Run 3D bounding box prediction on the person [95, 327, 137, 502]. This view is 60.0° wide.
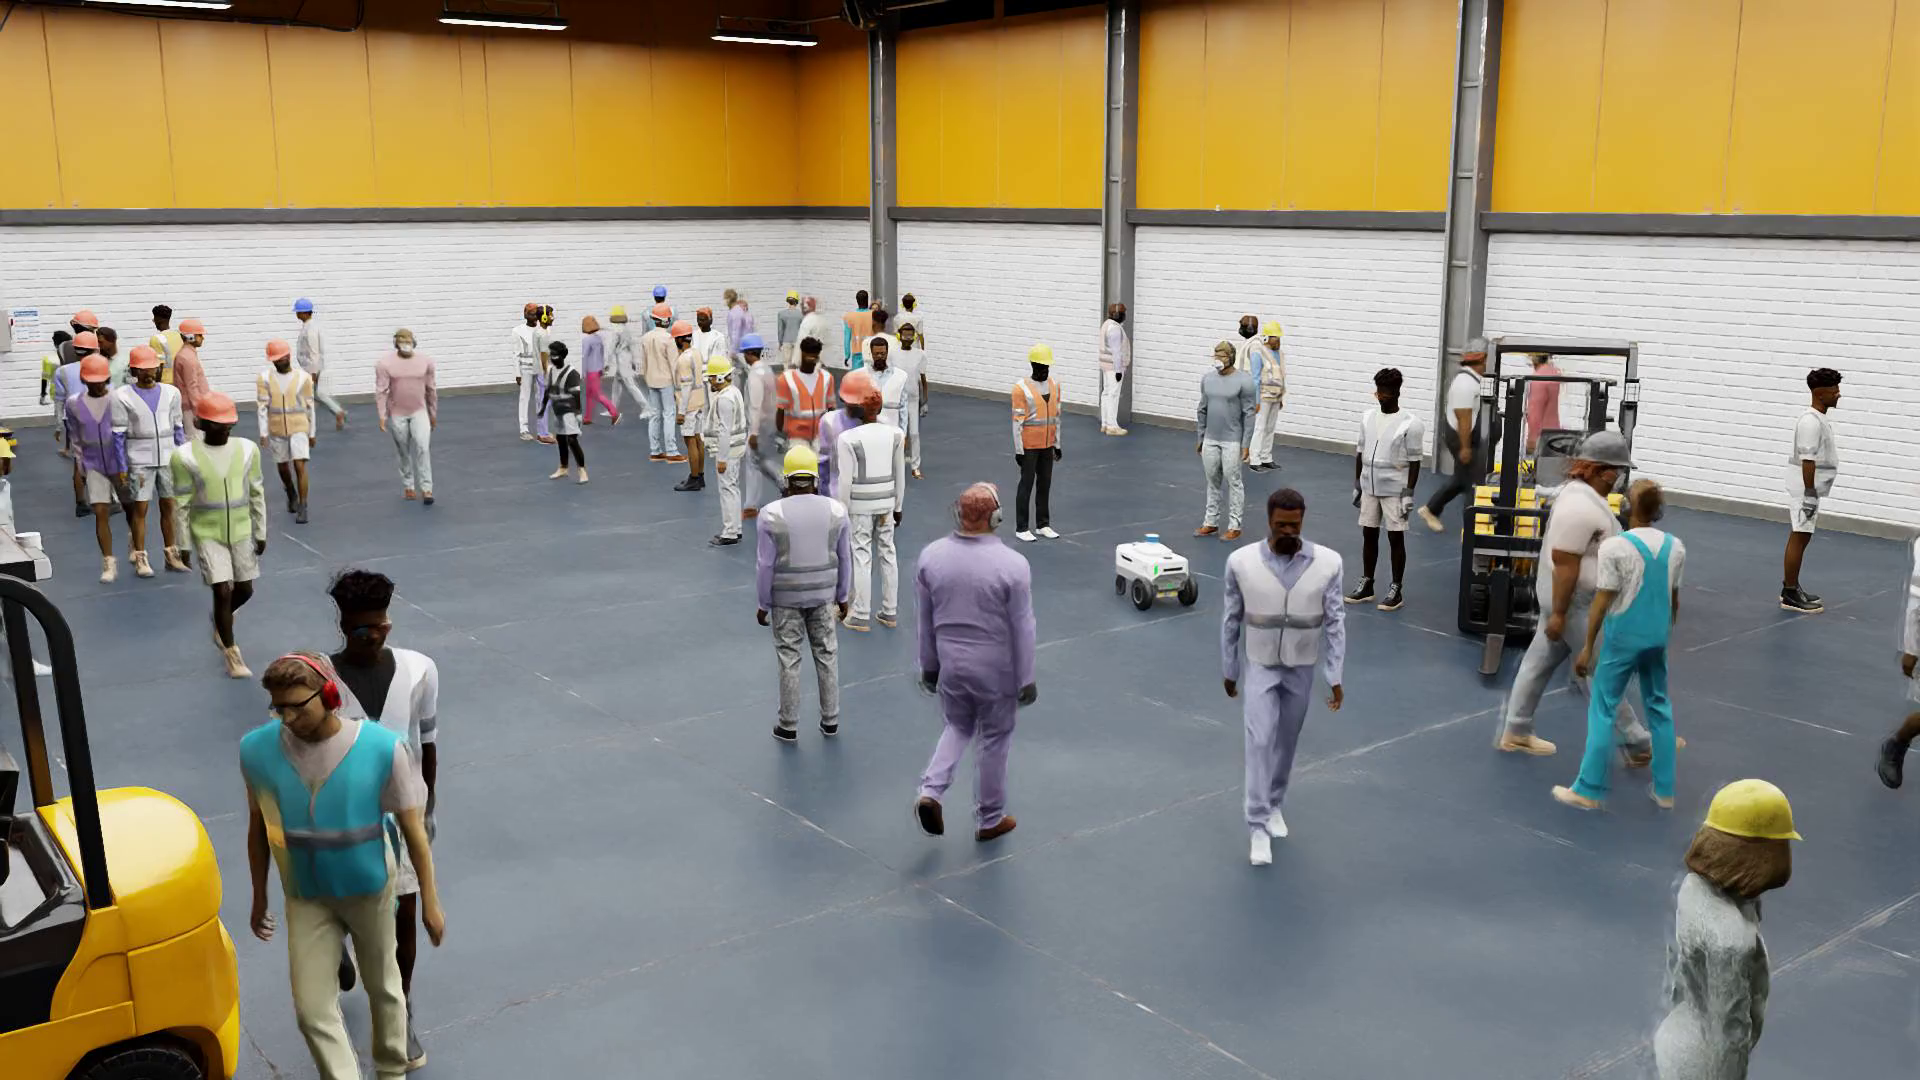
[{"bbox_3d":[-9.284,-1.375,18.216,0.615,1.902,0.579,7,14,32],"label":"person"}]

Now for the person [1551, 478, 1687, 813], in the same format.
[{"bbox_3d":[3.629,0.582,9.002,0.677,1.814,0.401,-3,12,-13],"label":"person"}]

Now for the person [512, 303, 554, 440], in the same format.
[{"bbox_3d":[-5.848,-2.308,22.793,0.574,1.876,0.355,-10,16,-41],"label":"person"}]

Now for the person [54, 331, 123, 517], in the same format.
[{"bbox_3d":[-9.107,-1.205,17.333,0.650,1.924,0.418,-2,12,-11],"label":"person"}]

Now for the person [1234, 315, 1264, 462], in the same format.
[{"bbox_3d":[3.624,-1.902,20.908,0.430,1.843,0.625,0,12,1],"label":"person"}]

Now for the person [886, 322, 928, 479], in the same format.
[{"bbox_3d":[-0.633,-1.629,19.558,0.511,1.860,0.341,-1,12,-6],"label":"person"}]

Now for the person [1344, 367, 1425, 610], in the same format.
[{"bbox_3d":[3.431,-0.420,13.449,0.367,1.964,0.604,-10,15,-40],"label":"person"}]

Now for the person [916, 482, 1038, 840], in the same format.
[{"bbox_3d":[0.077,0.645,8.478,0.652,1.890,0.550,7,14,31],"label":"person"}]

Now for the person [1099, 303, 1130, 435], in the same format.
[{"bbox_3d":[2.172,-2.403,23.325,0.429,1.841,0.634,-2,12,-8],"label":"person"}]

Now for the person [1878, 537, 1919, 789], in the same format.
[{"bbox_3d":[5.324,0.538,8.937,0.566,1.917,0.574,-1,12,-3],"label":"person"}]

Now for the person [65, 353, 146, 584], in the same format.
[{"bbox_3d":[-7.469,-0.673,14.647,0.621,1.989,1.042,-3,12,-14],"label":"person"}]

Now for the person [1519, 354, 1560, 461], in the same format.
[{"bbox_3d":[5.793,-1.045,16.567,0.485,1.924,0.677,7,13,30],"label":"person"}]

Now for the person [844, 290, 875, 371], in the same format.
[{"bbox_3d":[-1.450,-2.792,25.027,0.589,1.915,0.399,-2,12,-8],"label":"person"}]

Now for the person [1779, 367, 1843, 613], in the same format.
[{"bbox_3d":[6.854,-0.409,13.406,0.366,1.960,0.603,6,13,26],"label":"person"}]

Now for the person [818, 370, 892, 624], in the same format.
[{"bbox_3d":[-0.830,-0.315,12.822,0.634,2.007,0.621,2,12,12],"label":"person"}]

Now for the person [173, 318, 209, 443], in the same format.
[{"bbox_3d":[-8.489,-1.465,18.460,0.410,1.987,0.608,-7,13,-29],"label":"person"}]

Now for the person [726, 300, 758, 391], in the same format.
[{"bbox_3d":[-3.556,-3.095,27.174,0.555,1.633,0.342,-4,12,-20],"label":"person"}]

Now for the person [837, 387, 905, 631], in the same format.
[{"bbox_3d":[-0.688,-0.239,12.772,0.576,1.884,0.354,-8,14,-33],"label":"person"}]

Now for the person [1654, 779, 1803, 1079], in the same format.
[{"bbox_3d":[2.069,1.507,4.724,0.491,1.727,0.508,4,12,18],"label":"person"}]

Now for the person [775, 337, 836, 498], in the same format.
[{"bbox_3d":[-1.565,-1.095,16.785,0.662,1.934,0.567,-6,13,-26],"label":"person"}]

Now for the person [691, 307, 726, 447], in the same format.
[{"bbox_3d":[-3.318,-2.112,21.844,0.579,1.880,0.354,8,14,33],"label":"person"}]

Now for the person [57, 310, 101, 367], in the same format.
[{"bbox_3d":[-9.980,-1.613,19.066,0.624,2.028,0.410,3,12,16],"label":"person"}]

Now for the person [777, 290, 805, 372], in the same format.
[{"bbox_3d":[-2.775,-3.283,27.760,0.532,1.768,0.311,1,12,3],"label":"person"}]

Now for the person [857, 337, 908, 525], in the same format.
[{"bbox_3d":[-0.812,-1.097,16.828,0.593,1.920,0.391,-2,12,-11],"label":"person"}]

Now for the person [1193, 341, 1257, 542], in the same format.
[{"bbox_3d":[2.553,-0.956,16.100,0.636,1.938,0.357,11,16,43],"label":"person"}]

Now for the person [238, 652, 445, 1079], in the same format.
[{"bbox_3d":[-2.133,1.253,5.748,0.691,1.797,0.728,-1,12,-4],"label":"person"}]

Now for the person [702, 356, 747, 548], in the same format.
[{"bbox_3d":[-2.235,-0.842,15.853,0.403,1.818,0.601,0,12,-1],"label":"person"}]

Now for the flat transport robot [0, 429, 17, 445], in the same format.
[{"bbox_3d":[-13.254,-1.406,22.321,1.431,0.197,0.652,11,16,43],"label":"flat transport robot"}]

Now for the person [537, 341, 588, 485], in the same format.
[{"bbox_3d":[-4.597,-1.487,19.344,0.679,1.664,0.420,10,15,40],"label":"person"}]

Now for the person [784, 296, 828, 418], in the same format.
[{"bbox_3d":[-2.252,-2.658,24.528,0.999,1.855,0.640,2,12,10],"label":"person"}]

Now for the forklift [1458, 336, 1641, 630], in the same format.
[{"bbox_3d":[4.683,-0.471,13.136,1.214,2.155,2.313,4,12,20],"label":"forklift"}]

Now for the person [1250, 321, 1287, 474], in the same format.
[{"bbox_3d":[3.726,-1.724,20.063,0.403,1.831,0.595,11,16,42],"label":"person"}]

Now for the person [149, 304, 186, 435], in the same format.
[{"bbox_3d":[-9.996,-1.996,21.056,0.364,1.964,0.612,3,12,13],"label":"person"}]

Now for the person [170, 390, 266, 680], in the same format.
[{"bbox_3d":[-5.184,-0.067,11.646,0.604,2.014,0.799,-10,16,-41],"label":"person"}]

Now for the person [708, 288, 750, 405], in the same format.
[{"bbox_3d":[-3.490,-3.044,26.351,1.075,1.878,0.638,-3,12,-13],"label":"person"}]

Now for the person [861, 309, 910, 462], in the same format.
[{"bbox_3d":[-0.979,-1.926,20.858,0.648,1.897,1.029,-7,14,-32],"label":"person"}]

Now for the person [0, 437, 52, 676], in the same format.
[{"bbox_3d":[-6.752,0.125,11.444,0.792,1.706,0.486,-2,12,-10],"label":"person"}]

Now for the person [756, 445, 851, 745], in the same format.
[{"bbox_3d":[-0.958,0.334,10.129,0.602,1.830,0.404,-5,13,-22],"label":"person"}]

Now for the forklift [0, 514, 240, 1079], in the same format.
[{"bbox_3d":[-3.687,1.115,5.480,2.313,2.155,1.214,-9,15,-36],"label":"forklift"}]

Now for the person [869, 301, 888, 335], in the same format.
[{"bbox_3d":[-1.389,-3.067,27.029,0.515,1.636,0.315,-7,14,-31],"label":"person"}]

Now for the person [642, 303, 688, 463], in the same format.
[{"bbox_3d":[-3.705,-1.954,20.784,0.609,1.995,0.378,9,15,37],"label":"person"}]

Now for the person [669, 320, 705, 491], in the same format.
[{"bbox_3d":[-3.090,-1.513,18.817,0.374,1.929,0.542,2,12,8],"label":"person"}]

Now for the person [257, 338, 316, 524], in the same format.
[{"bbox_3d":[-6.918,-1.153,17.163,0.546,1.897,0.845,-2,12,-10],"label":"person"}]

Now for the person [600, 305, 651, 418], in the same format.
[{"bbox_3d":[-5.011,-2.673,24.976,0.874,1.701,0.491,2,12,9],"label":"person"}]

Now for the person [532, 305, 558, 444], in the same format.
[{"bbox_3d":[-5.592,-2.230,22.443,0.335,1.864,0.505,-4,12,-19],"label":"person"}]

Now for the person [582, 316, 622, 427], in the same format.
[{"bbox_3d":[-5.255,-2.437,24.070,0.756,1.610,0.505,3,12,13],"label":"person"}]

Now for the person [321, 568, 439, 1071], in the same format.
[{"bbox_3d":[-2.332,1.033,6.496,0.620,1.938,0.779,-8,14,-34],"label":"person"}]

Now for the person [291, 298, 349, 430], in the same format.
[{"bbox_3d":[-9.011,-2.418,23.183,0.779,1.926,0.634,-4,12,-20],"label":"person"}]

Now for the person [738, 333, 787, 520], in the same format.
[{"bbox_3d":[-2.034,-1.168,17.154,0.628,1.923,0.656,0,12,1],"label":"person"}]

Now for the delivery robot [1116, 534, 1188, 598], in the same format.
[{"bbox_3d":[1.573,0.194,13.658,0.477,0.478,0.707,-5,13,-22],"label":"delivery robot"}]

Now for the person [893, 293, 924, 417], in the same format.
[{"bbox_3d":[-0.755,-2.792,25.122,0.513,1.877,0.328,4,12,17],"label":"person"}]

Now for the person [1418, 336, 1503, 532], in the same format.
[{"bbox_3d":[4.847,-0.998,16.054,0.814,2.000,0.726,6,13,29],"label":"person"}]

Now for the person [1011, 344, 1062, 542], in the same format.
[{"bbox_3d":[0.759,-0.941,16.093,0.581,1.919,0.393,-10,15,-40],"label":"person"}]

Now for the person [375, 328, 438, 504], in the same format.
[{"bbox_3d":[-5.949,-1.321,17.950,0.646,1.891,0.961,-4,12,-20],"label":"person"}]

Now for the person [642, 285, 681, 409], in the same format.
[{"bbox_3d":[-4.648,-3.005,25.985,0.611,1.947,0.397,1,12,3],"label":"person"}]

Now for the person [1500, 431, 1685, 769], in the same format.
[{"bbox_3d":[3.714,0.318,9.698,1.023,2.000,0.688,3,12,16],"label":"person"}]

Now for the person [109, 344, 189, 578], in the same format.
[{"bbox_3d":[-7.073,-0.696,14.590,0.394,2.041,0.612,10,16,41],"label":"person"}]

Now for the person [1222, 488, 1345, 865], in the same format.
[{"bbox_3d":[1.634,0.677,8.375,0.593,1.877,0.904,0,12,1],"label":"person"}]

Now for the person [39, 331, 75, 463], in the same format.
[{"bbox_3d":[-11.205,-1.792,20.839,0.859,1.648,0.537,7,13,30],"label":"person"}]
